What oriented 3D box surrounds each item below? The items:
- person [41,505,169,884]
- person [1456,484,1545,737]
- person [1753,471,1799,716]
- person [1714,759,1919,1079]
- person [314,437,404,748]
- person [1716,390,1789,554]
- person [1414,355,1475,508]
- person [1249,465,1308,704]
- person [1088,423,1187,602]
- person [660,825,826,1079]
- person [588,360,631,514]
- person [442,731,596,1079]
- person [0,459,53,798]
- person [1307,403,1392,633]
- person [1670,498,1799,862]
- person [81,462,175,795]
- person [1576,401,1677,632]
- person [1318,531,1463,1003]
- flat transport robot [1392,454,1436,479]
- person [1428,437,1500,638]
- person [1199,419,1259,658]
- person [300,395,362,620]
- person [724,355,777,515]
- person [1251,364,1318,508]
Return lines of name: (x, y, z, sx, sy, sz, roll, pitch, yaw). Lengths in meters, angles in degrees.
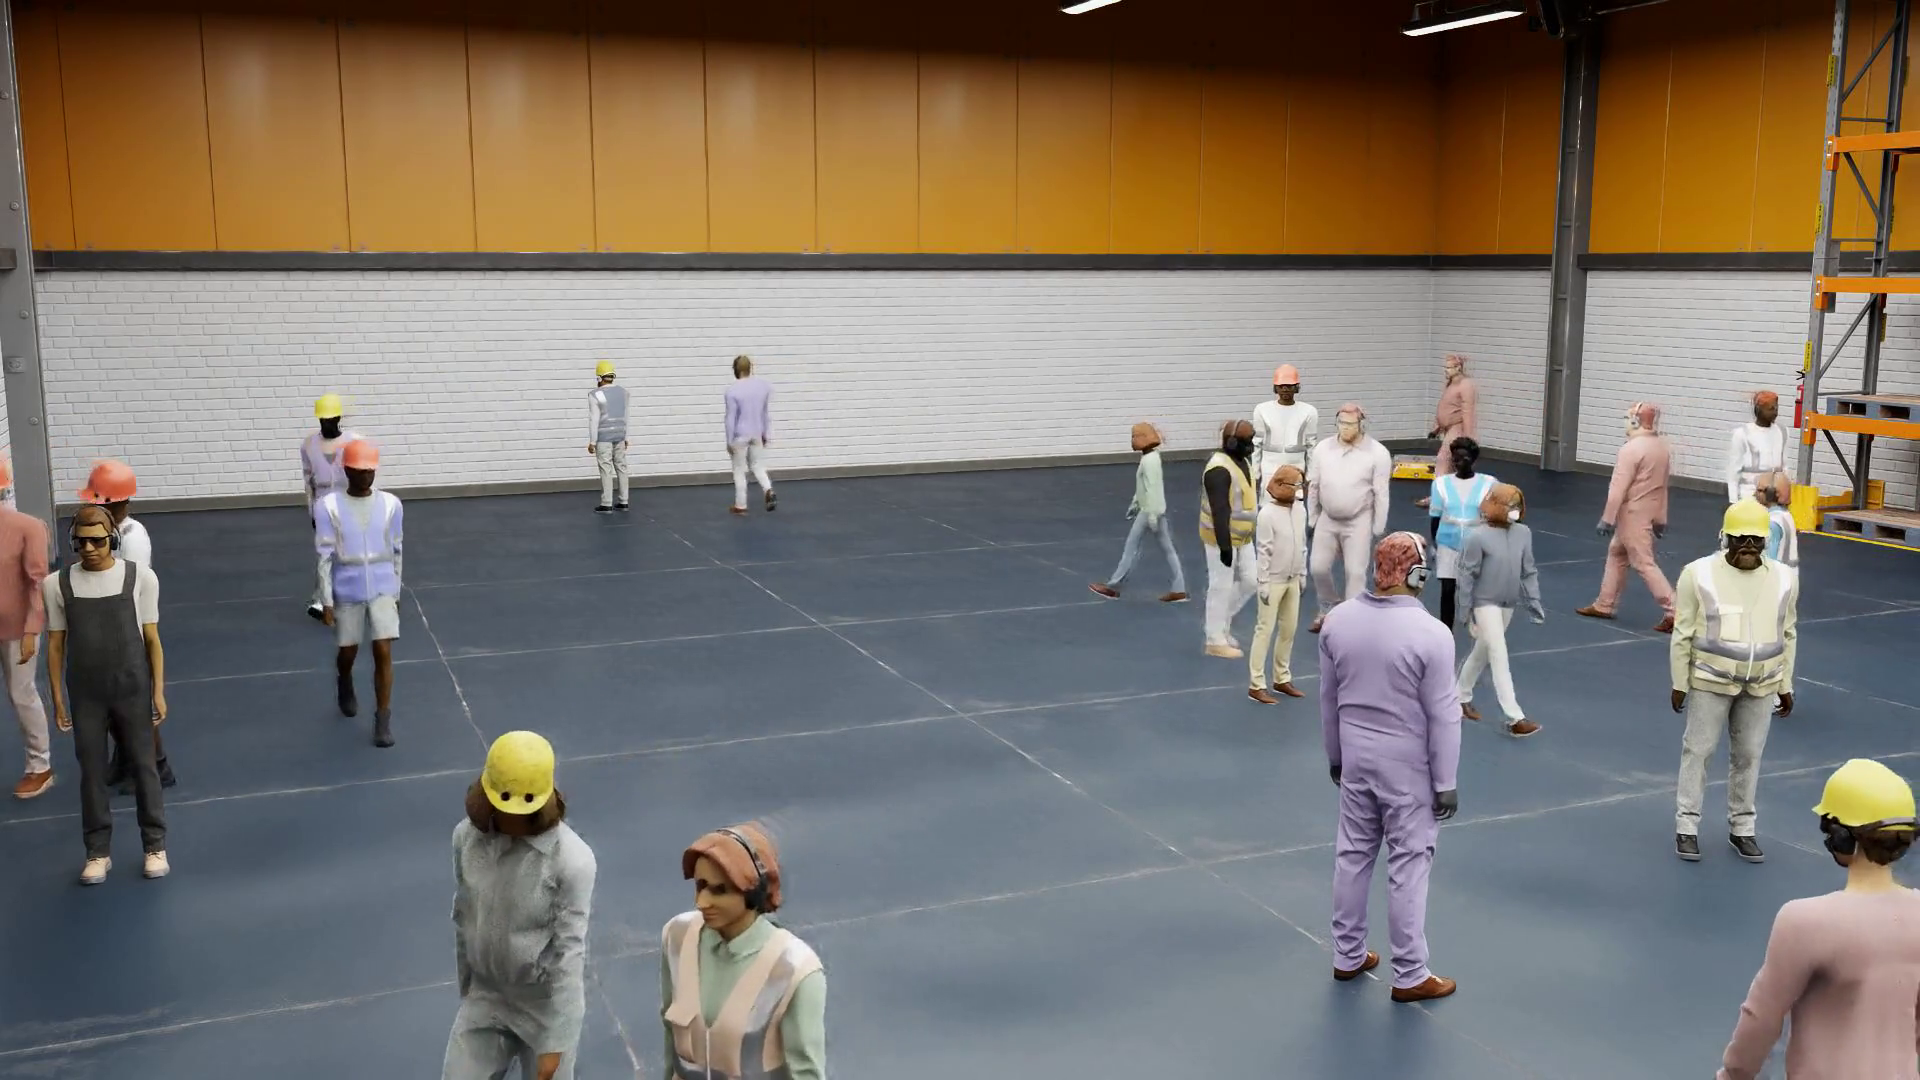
person: (-4.092, 0.737, 7.994, 0.505, 1.841, 0.332, -4, 10, -21)
person: (3.451, 0.433, 10.584, 0.502, 1.581, 0.866, -5, 11, -28)
person: (5.274, 0.362, 10.890, 0.377, 1.623, 0.547, 6, 11, 32)
person: (2.275, 1.415, 4.245, 0.526, 1.722, 0.902, -3, 10, -20)
person: (-3.765, 0.293, 10.453, 0.540, 1.916, 0.828, -5, 11, -29)
person: (7.132, -0.423, 14.947, 0.590, 1.867, 0.737, -3, 10, -18)
person: (5.911, -1.306, 20.270, 0.889, 1.872, 0.657, 0, 9, 2)
person: (2.188, 0.296, 11.315, 0.511, 1.627, 0.285, -8, 12, -39)
person: (1.608, -0.234, 14.636, 0.879, 1.584, 0.495, 3, 10, 17)
person: (-0.575, 1.495, 4.015, 0.540, 1.619, 0.560, 5, 11, 30)
person: (-4.216, -1.231, 19.930, 0.404, 1.834, 0.591, 8, 12, 40)
person: (-1.271, 1.346, 4.719, 0.546, 1.697, 0.533, 3, 10, 20)
person: (-5.259, 0.493, 9.086, 0.652, 1.956, 0.666, 0, 9, -2)
person: (3.035, -0.134, 13.085, 0.672, 1.896, 0.440, 6, 11, 31)
person: (3.839, 0.696, 8.252, 0.600, 1.829, 0.404, 1, 9, 5)
person: (-4.655, 0.505, 9.252, 0.641, 1.892, 0.428, 8, 13, 41)
person: (5.570, -0.202, 13.613, 0.977, 1.864, 0.641, 8, 13, 42)
person: (1.764, 0.908, 6.755, 0.407, 1.905, 0.638, -7, 12, -38)
flat transport robot: (6.467, -1.044, 23.519, 0.652, 0.197, 1.431, 3, 10, 15)
person: (3.869, 0.029, 12.768, 0.547, 1.675, 0.608, 4, 10, 21)
person: (2.029, -0.004, 12.539, 0.434, 1.826, 0.650, 6, 11, 31)
person: (-5.259, -0.274, 14.006, 0.594, 1.872, 1.011, -1, 9, -5)
person: (-2.484, -1.222, 19.619, 0.640, 1.919, 0.622, -9, 13, -42)
person: (3.045, -0.633, 15.666, 0.605, 2.045, 0.385, 2, 10, 10)
